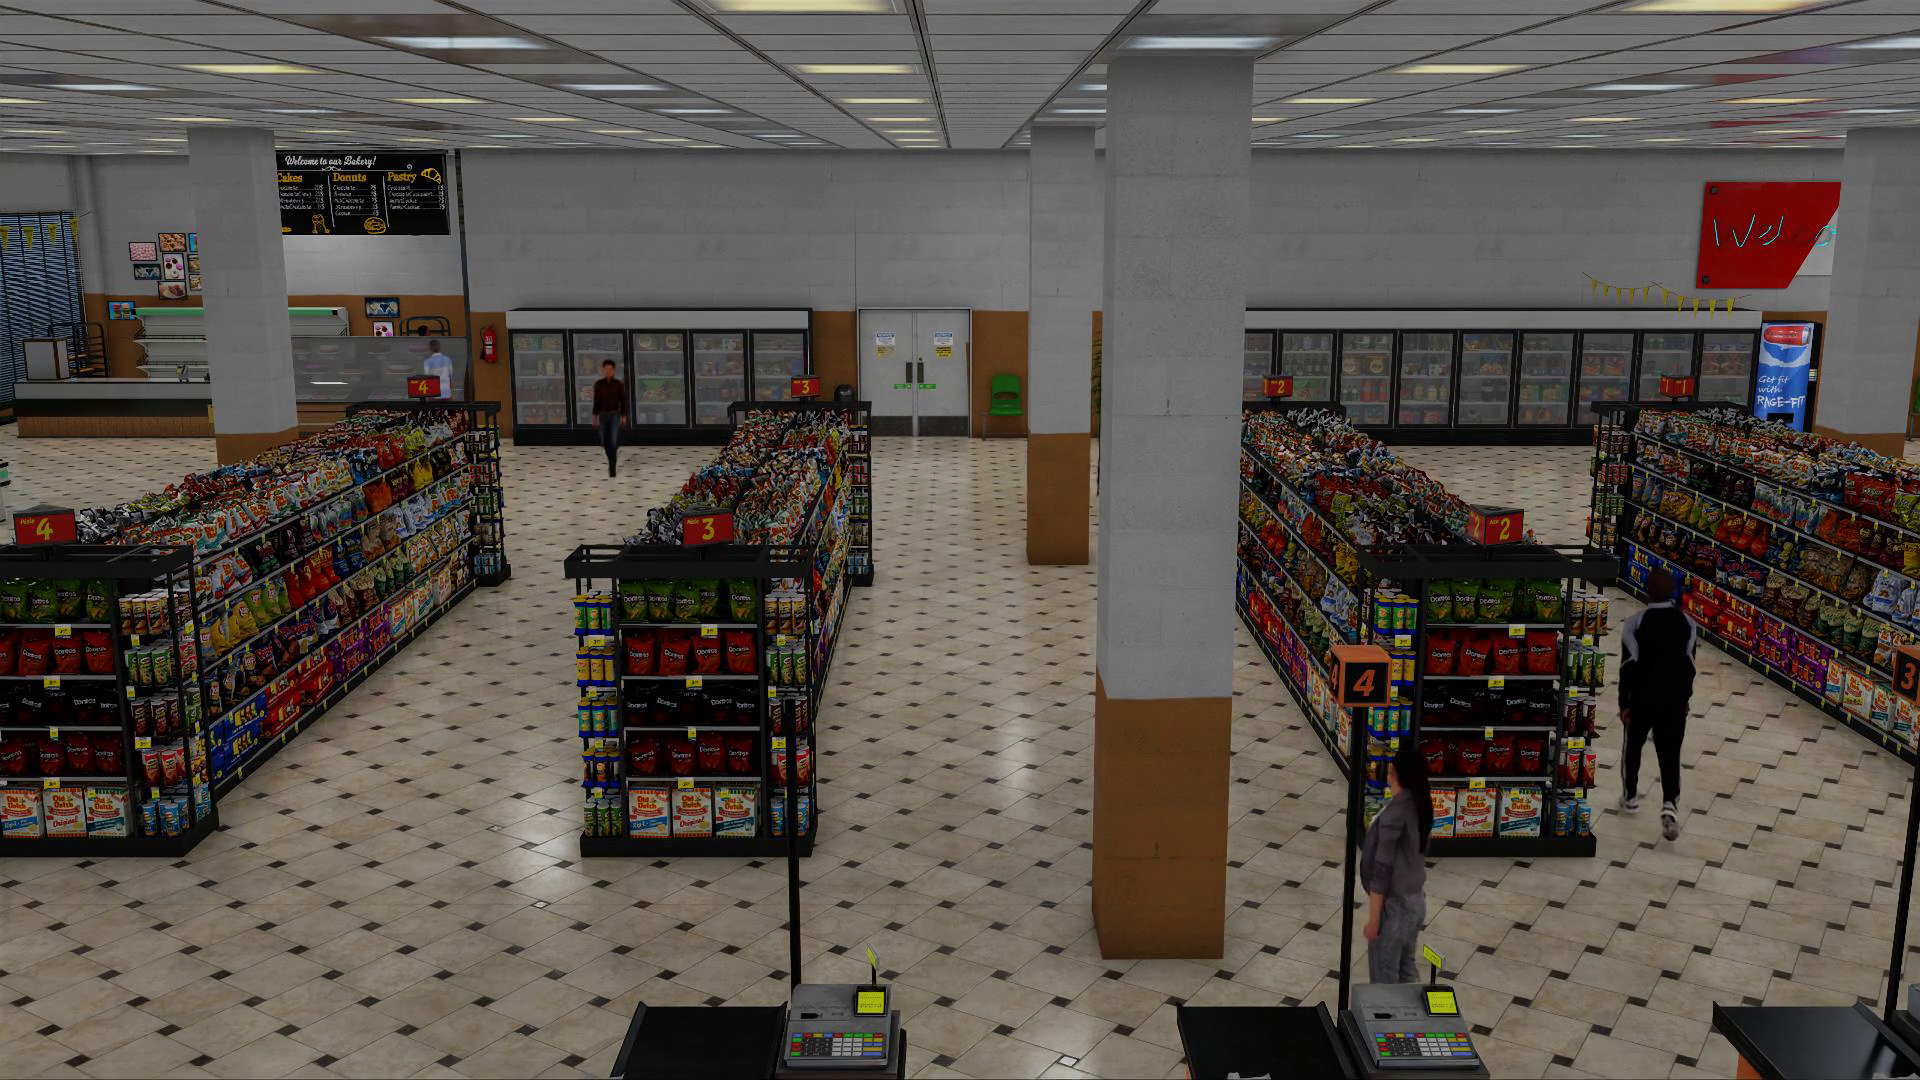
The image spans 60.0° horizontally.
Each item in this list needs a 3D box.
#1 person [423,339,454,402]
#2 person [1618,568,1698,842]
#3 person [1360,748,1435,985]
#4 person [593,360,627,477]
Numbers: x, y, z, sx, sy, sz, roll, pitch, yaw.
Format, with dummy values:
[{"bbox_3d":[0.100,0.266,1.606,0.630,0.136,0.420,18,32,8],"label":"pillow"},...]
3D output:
[{"bbox_3d":[-8.891,-2.488,28.423,0.812,1.767,0.746,11,16,42],"label":"person"},{"bbox_3d":[4.745,1.106,11.278,0.847,1.799,1.190,3,12,14],"label":"person"},{"bbox_3d":[2.118,1.848,8.117,0.855,1.649,0.745,4,12,17],"label":"person"},{"bbox_3d":[-5.375,-1.863,25.500,0.659,1.749,1.091,0,12,-2],"label":"person"}]
